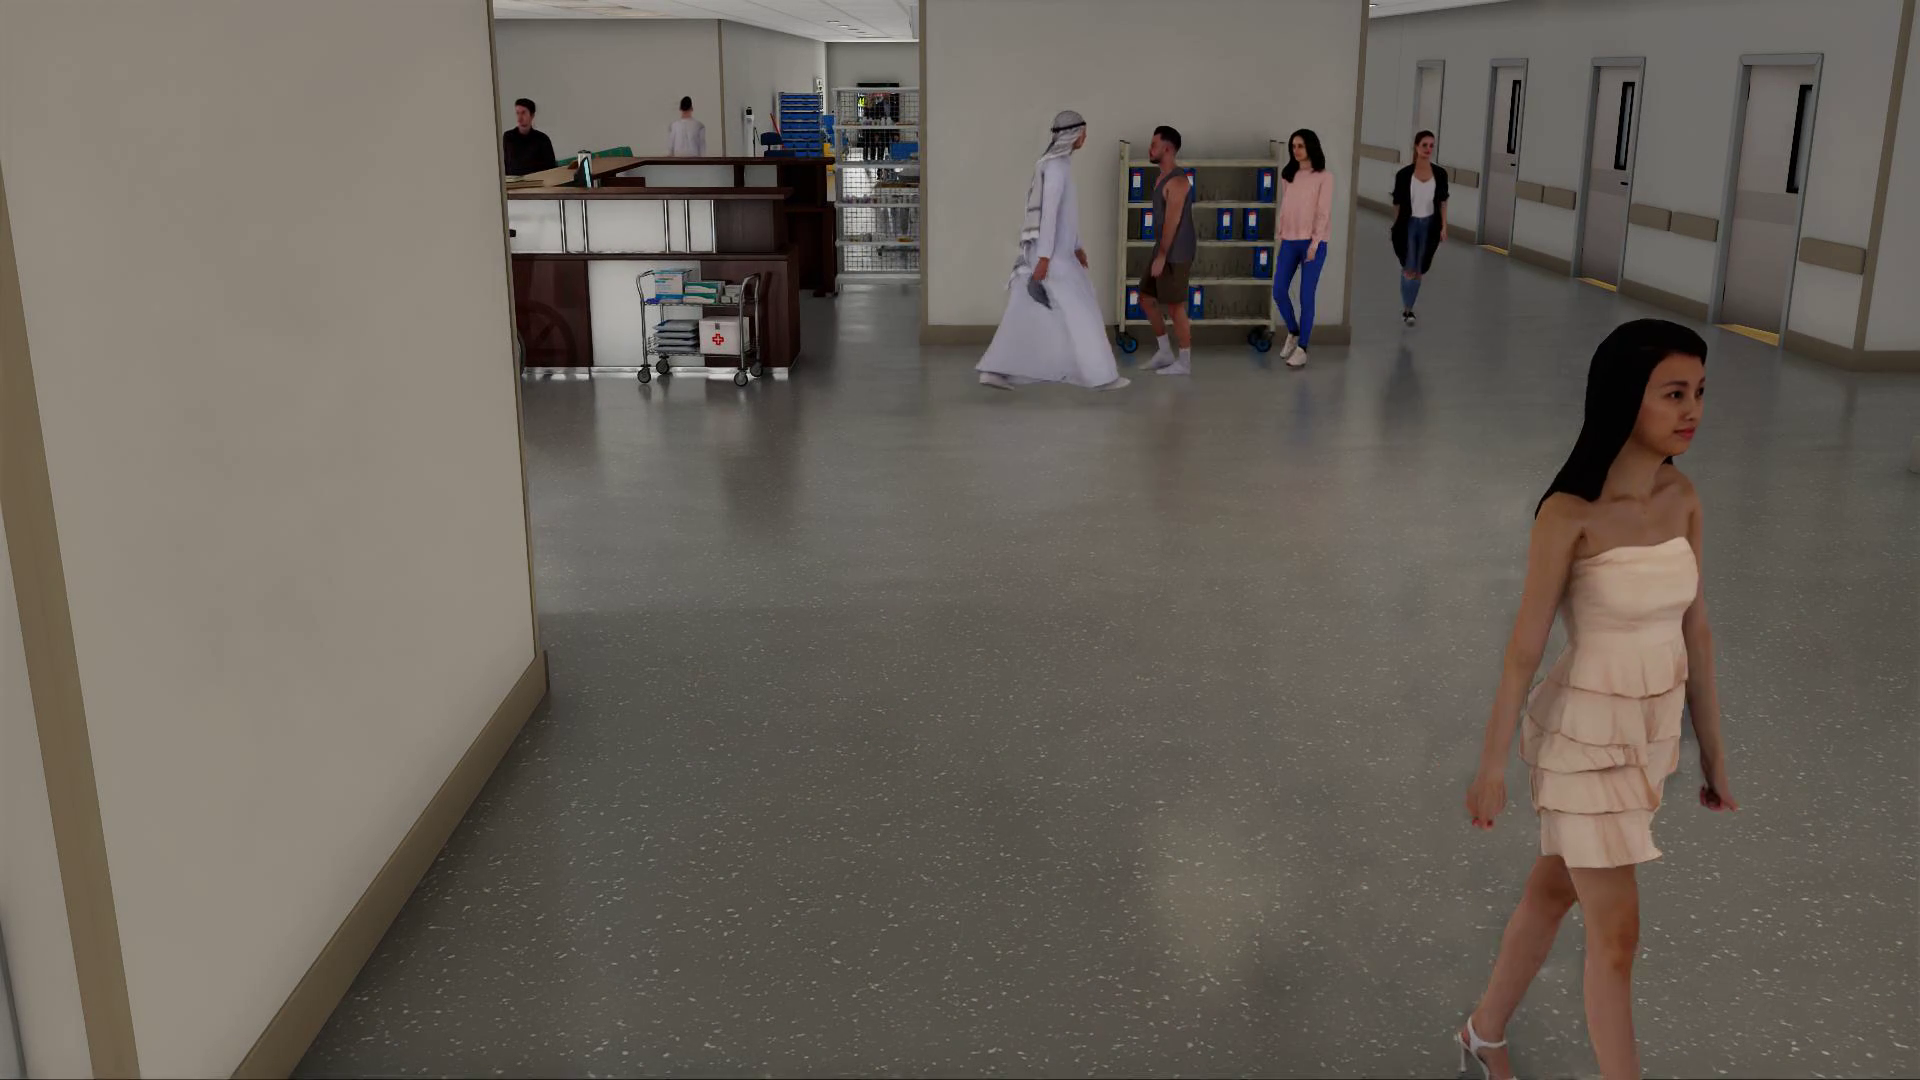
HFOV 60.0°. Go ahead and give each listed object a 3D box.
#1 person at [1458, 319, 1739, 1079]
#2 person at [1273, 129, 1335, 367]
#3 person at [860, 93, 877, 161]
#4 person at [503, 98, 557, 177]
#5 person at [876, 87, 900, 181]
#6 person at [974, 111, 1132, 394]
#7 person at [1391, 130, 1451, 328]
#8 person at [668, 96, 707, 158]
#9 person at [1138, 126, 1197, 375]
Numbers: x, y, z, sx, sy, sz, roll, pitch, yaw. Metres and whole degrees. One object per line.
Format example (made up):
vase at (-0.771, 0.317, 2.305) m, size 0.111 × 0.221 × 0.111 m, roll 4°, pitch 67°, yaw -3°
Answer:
person at (1.197, 0.420, 3.331) m, size 0.945 × 1.707 × 0.936 m, roll -9°, pitch 18°, yaw -30°
person at (2.622, -2.181, 12.468) m, size 0.787 × 1.754 × 0.851 m, roll 15°, pitch 22°, yaw 43°
person at (-2.138, -9.746, 39.322) m, size 0.437 × 1.743 × 0.639 m, roll 0°, pitch 16°, yaw 1°
person at (-4.093, -3.206, 15.819) m, size 0.993 × 1.909 × 0.850 m, roll 2°, pitch 16°, yaw 7°
person at (-1.496, -8.320, 34.044) m, size 0.559 × 1.863 × 0.716 m, roll -2°, pitch 16°, yaw -7°
person at (0.515, -1.865, 11.128) m, size 1.315 × 1.873 × 0.765 m, roll -2°, pitch 16°, yaw -6°
person at (3.948, -2.683, 14.435) m, size 0.901 × 1.654 × 0.698 m, roll 1°, pitch 16°, yaw 3°
person at (-3.742, -5.121, 22.787) m, size 1.003 × 1.814 × 0.729 m, roll 0°, pitch 16°, yaw 1°
person at (1.646, -2.093, 12.193) m, size 0.649 × 1.827 × 0.665 m, roll -2°, pitch 16°, yaw -6°
